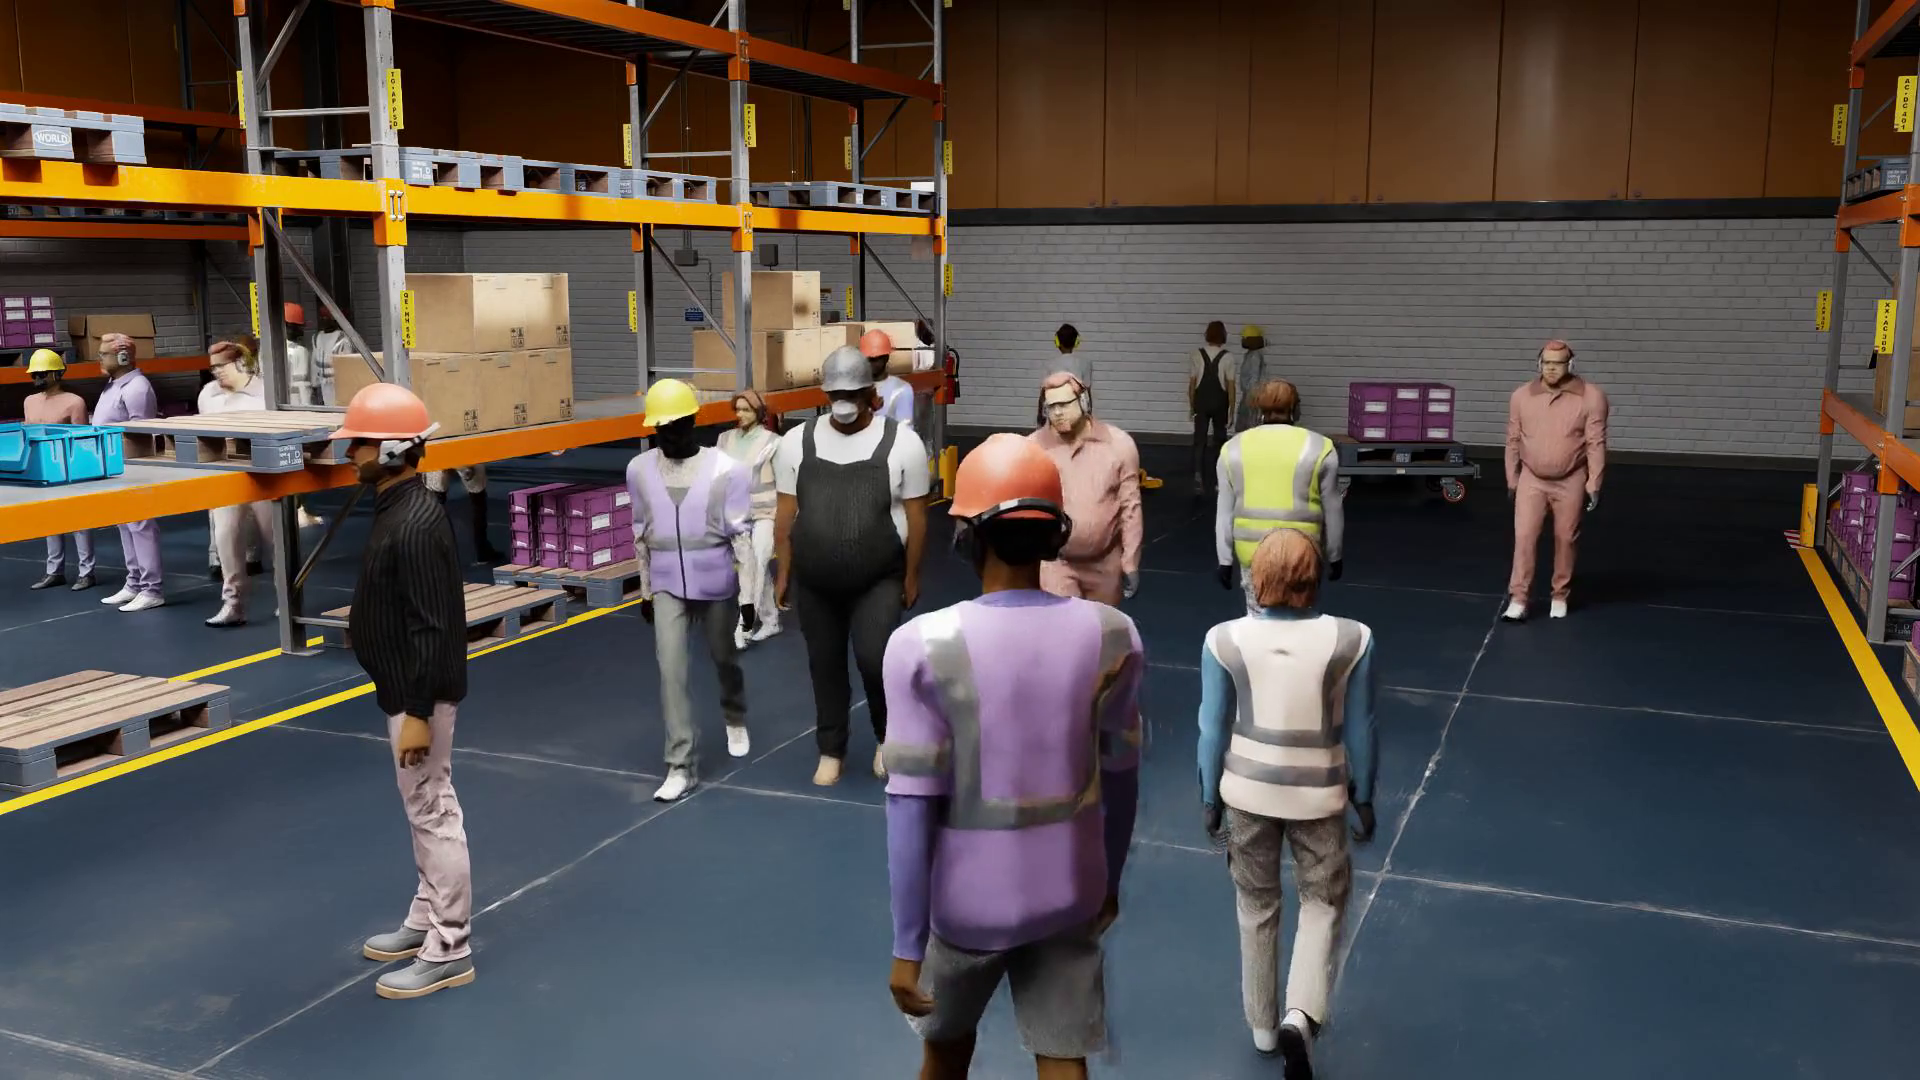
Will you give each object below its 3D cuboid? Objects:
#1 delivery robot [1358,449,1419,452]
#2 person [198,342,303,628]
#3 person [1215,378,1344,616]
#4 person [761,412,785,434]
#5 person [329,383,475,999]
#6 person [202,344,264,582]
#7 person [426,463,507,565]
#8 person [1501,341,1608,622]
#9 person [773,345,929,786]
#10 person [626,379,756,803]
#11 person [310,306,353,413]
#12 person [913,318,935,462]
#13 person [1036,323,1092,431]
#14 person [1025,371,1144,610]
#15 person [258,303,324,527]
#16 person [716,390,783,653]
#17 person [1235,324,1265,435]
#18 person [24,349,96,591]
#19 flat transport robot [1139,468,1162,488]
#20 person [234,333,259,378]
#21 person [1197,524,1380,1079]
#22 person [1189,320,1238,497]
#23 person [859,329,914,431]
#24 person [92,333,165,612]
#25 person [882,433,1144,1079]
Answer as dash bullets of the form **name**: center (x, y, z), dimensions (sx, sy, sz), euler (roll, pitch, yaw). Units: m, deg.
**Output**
- **delivery robot**: center (4.650, -0.958, 18.257), dimensions (0.707, 0.478, 0.477), euler (0, 9, -2)
- **person**: center (-4.696, -0.360, 10.938), dimensions (0.785, 1.857, 0.894), euler (1, 9, 7)
- **person**: center (1.612, 0.077, 8.514), dimensions (0.626, 1.807, 0.923), euler (5, 11, 29)
- **person**: center (-1.997, -1.304, 16.977), dimensions (0.533, 1.767, 0.326), euler (6, 11, 34)
- **person**: center (-1.805, 0.485, 5.436), dimensions (0.383, 1.996, 0.609), euler (-4, 10, -22)
- **person**: center (-5.451, -0.569, 12.467), dimensions (0.644, 1.785, 0.713), euler (0, 9, -1)
- **person**: center (-3.971, -0.709, 12.876), dimensions (0.610, 1.937, 0.932), euler (5, 10, 27)
- **person**: center (3.893, -0.365, 10.956), dimensions (0.667, 1.867, 0.916), euler (5, 11, 28)
- **person**: center (-0.512, 0.120, 7.517), dimensions (0.694, 2.000, 0.538), euler (2, 10, 11)
- **person**: center (-1.220, 0.180, 7.698), dimensions (0.629, 1.869, 1.014), euler (1, 9, 6)
- **person**: center (-7.699, -1.921, 20.388), dimensions (0.574, 1.868, 0.411), euler (4, 10, 23)
- **person**: center (-0.566, -1.570, 18.492), dimensions (0.763, 1.808, 0.663), euler (4, 10, 20)
- **person**: center (1.004, -1.133, 15.746), dimensions (0.529, 1.836, 0.941), euler (-2, 10, -12)
- **person**: center (0.570, 0.094, 8.195), dimensions (0.645, 1.872, 0.870), euler (0, 9, -1)
- **person**: center (-6.102, -1.136, 15.175), dimensions (0.660, 2.018, 0.466), euler (6, 11, 31)
- **person**: center (-1.341, -0.112, 10.254), dimensions (0.521, 1.604, 0.819), euler (6, 11, 31)
- **person**: center (3.361, -1.582, 18.802), dimensions (0.708, 1.723, 0.489), euler (0, 9, 1)
- **person**: center (-6.587, -0.504, 12.127), dimensions (0.533, 1.768, 0.310), euler (2, 10, 11)
- **flat transport robot**: center (1.362, -0.645, 17.502), dimensions (1.431, 0.197, 0.652), euler (-5, 11, -29)
- **person**: center (-7.913, -1.509, 18.666), dimensions (0.521, 1.604, 0.728), euler (5, 11, 29)
- **person**: center (0.940, 0.771, 4.814), dimensions (0.527, 1.622, 0.549), euler (3, 10, 15)
- **person**: center (2.585, -1.352, 17.133), dimensions (0.515, 1.818, 0.844), euler (3, 10, 15)
- **person**: center (-0.611, -0.524, 11.773), dimensions (0.581, 1.920, 0.527), euler (3, 10, 19)
- **person**: center (-5.754, -0.467, 11.469), dimensions (0.410, 1.912, 0.643), euler (-8, 13, -41)
- **person**: center (0.087, 0.759, 3.768), dimensions (0.633, 1.994, 1.000), euler (-3, 10, -19)
